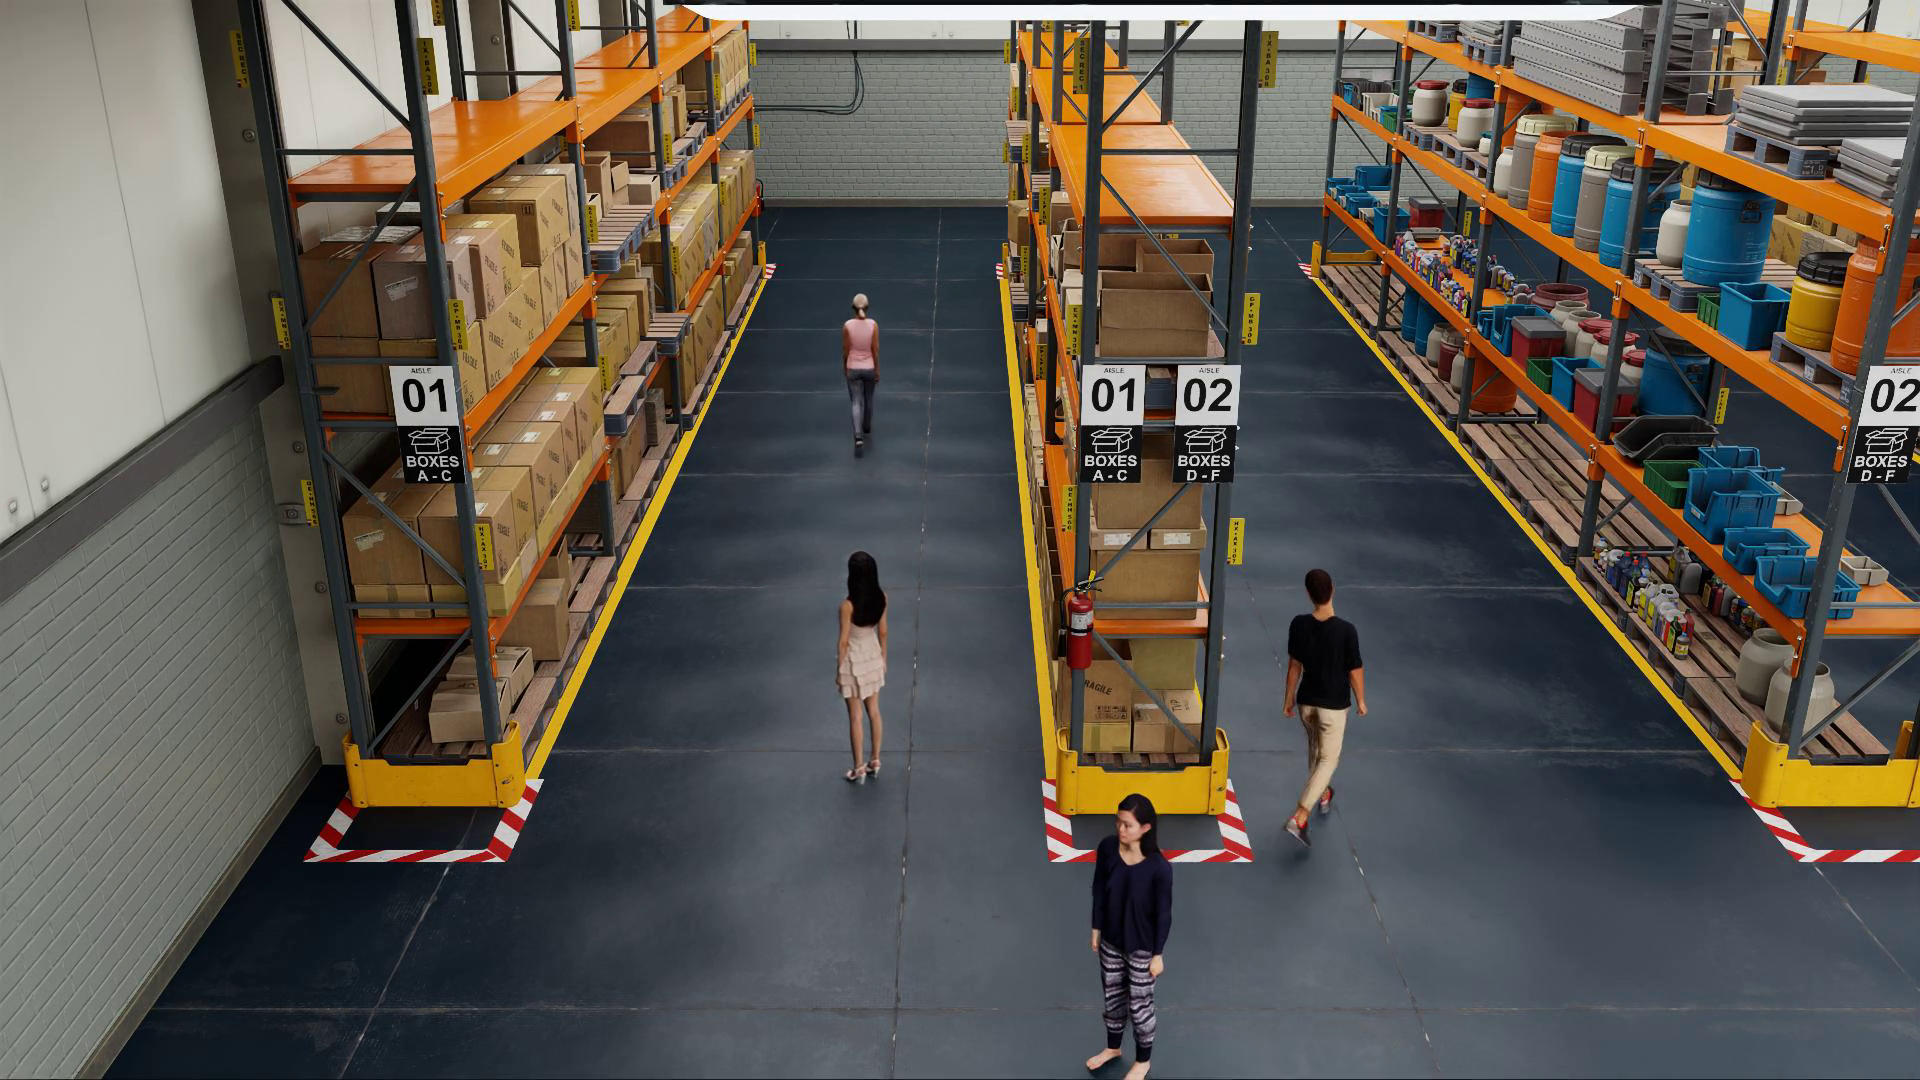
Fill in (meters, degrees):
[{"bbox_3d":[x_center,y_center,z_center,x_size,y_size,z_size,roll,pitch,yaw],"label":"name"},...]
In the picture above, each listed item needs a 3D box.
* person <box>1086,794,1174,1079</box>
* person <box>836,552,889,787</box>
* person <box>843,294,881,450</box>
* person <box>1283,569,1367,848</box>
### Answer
[{"bbox_3d":[0.905,2.094,8.784,0.681,1.733,0.715,17,28,35],"label":"person"},{"bbox_3d":[-0.679,0.904,11.692,0.653,1.734,0.696,-17,28,-35],"label":"person"},{"bbox_3d":[-1.100,-1.847,18.463,0.619,1.701,1.120,-2,22,-4],"label":"person"},{"bbox_3d":[2.372,1.137,11.024,1.099,1.810,1.241,18,28,37],"label":"person"}]
